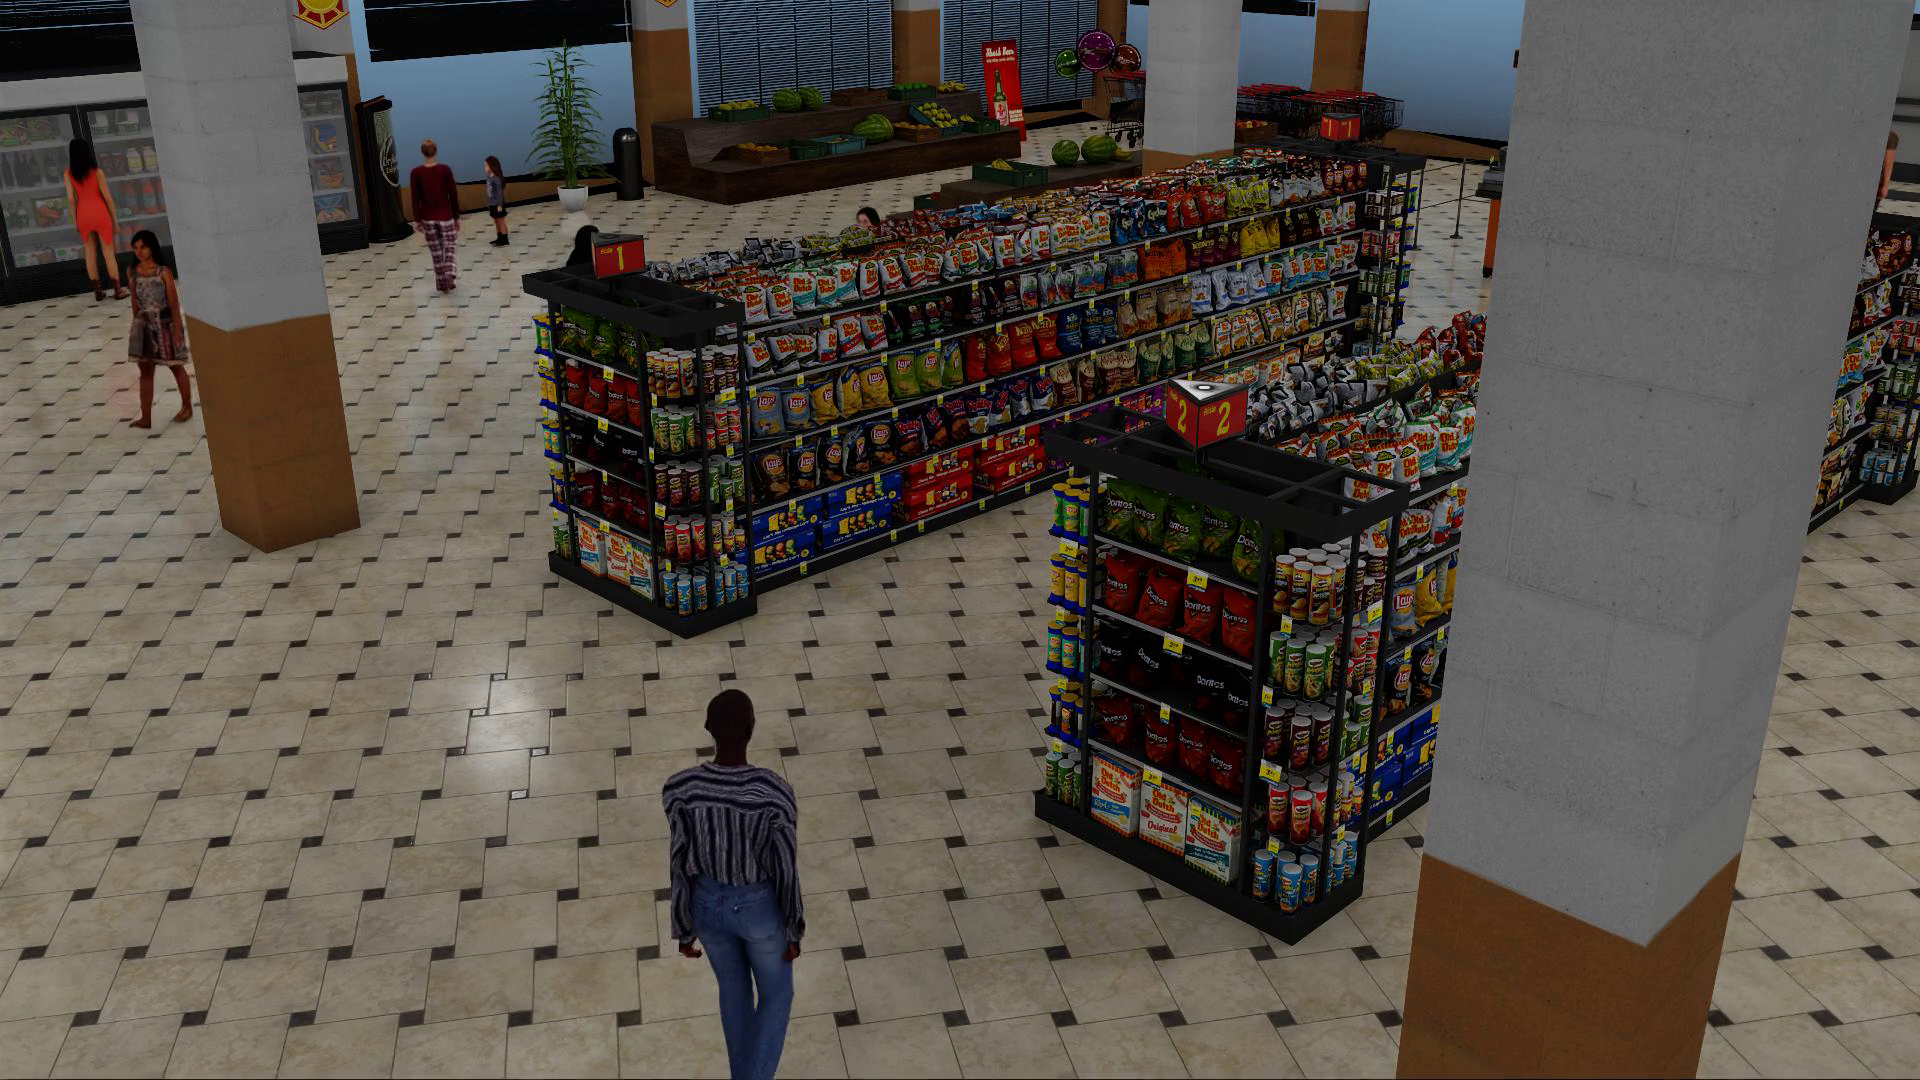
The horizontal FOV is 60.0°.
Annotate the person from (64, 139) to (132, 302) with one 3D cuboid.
[{"bbox_3d":[-9.285,-3.429,17.829,0.635,1.718,0.727,-3,22,-8],"label":"person"}]

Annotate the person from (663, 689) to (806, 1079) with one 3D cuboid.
[{"bbox_3d":[-0.783,1.383,5.773,0.954,1.778,1.041,2,22,4],"label":"person"}]

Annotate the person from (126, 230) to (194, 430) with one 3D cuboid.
[{"bbox_3d":[-6.604,-1.766,13.819,0.963,1.622,1.054,3,22,7],"label":"person"}]

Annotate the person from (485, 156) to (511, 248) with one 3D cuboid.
[{"bbox_3d":[-5.719,-4.182,20.526,0.465,1.106,0.495,-16,27,-35],"label":"person"}]

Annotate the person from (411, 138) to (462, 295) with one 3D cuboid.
[{"bbox_3d":[-5.639,-3.471,17.966,0.784,1.694,0.843,-7,23,-17],"label":"person"}]
